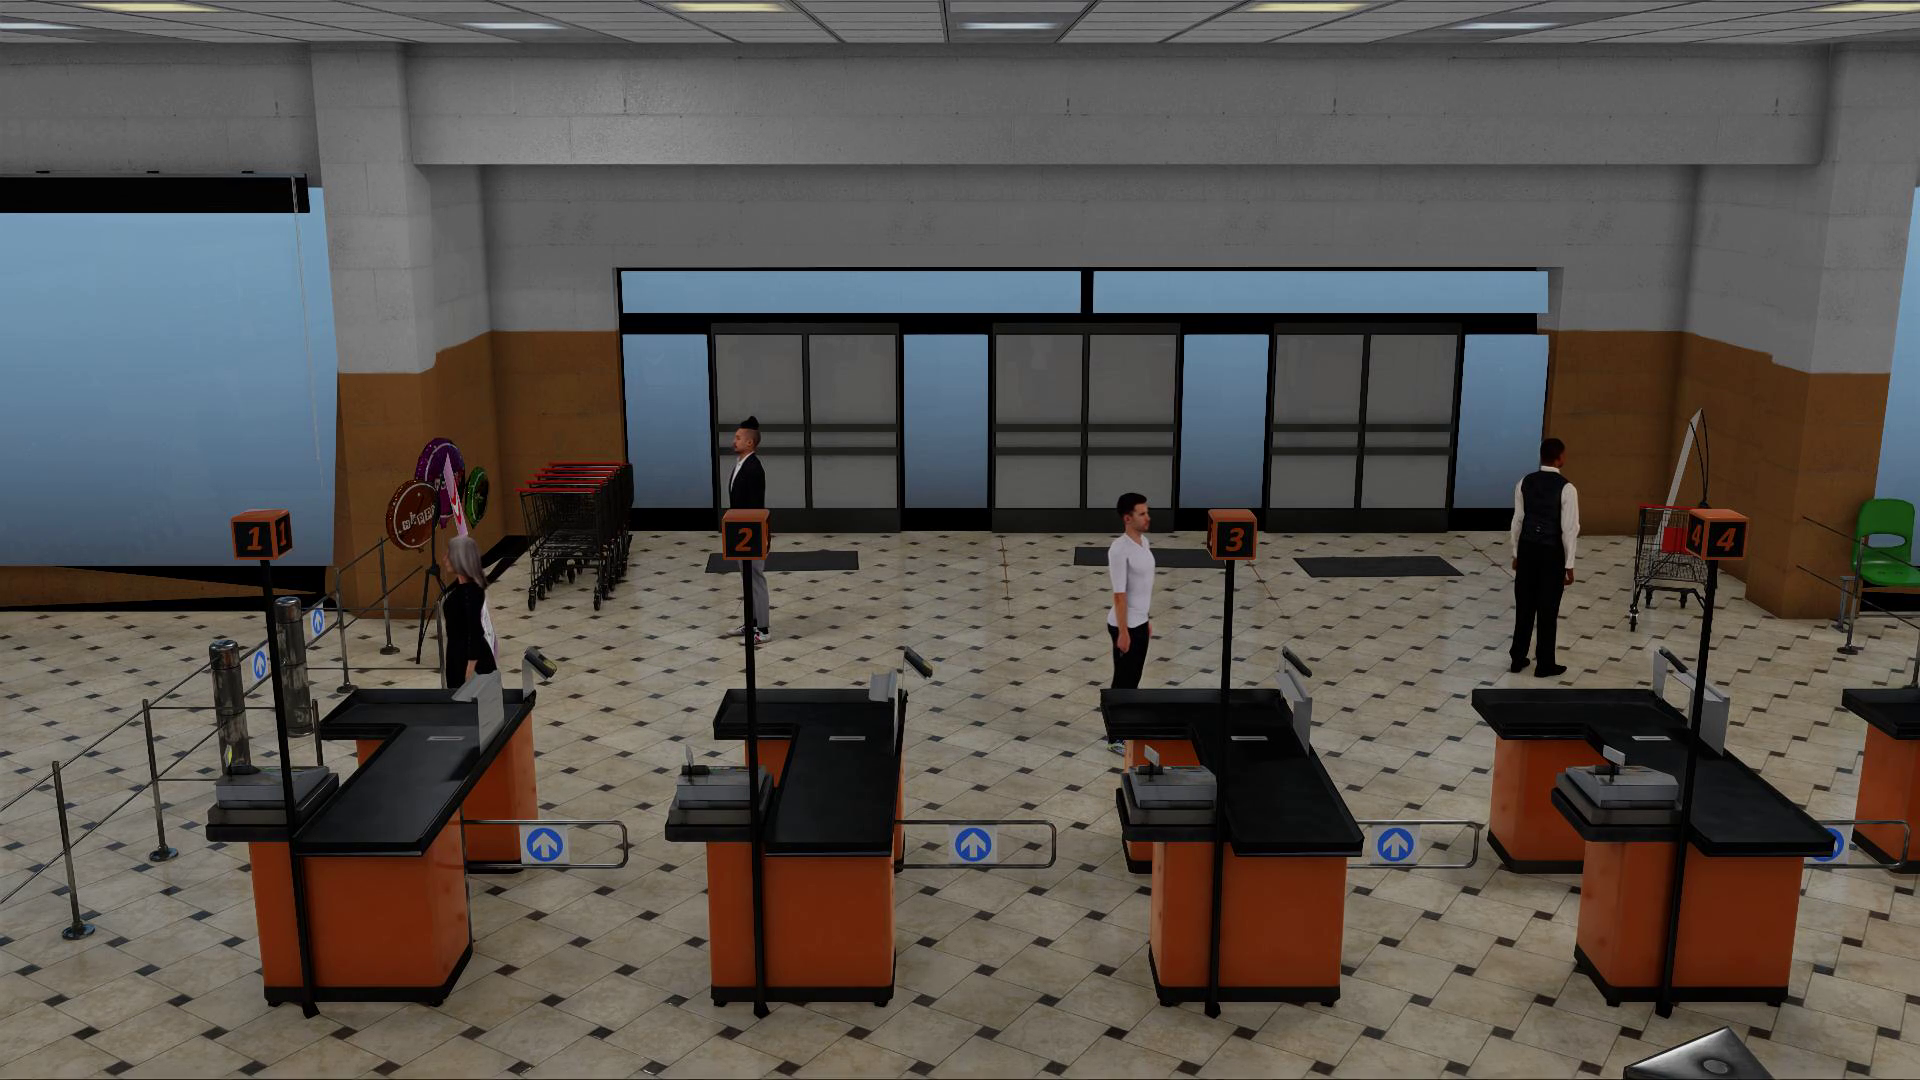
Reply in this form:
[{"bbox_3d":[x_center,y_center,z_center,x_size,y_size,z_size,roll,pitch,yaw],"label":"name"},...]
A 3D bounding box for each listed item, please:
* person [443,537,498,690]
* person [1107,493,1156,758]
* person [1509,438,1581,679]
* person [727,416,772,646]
[{"bbox_3d":[-3.195,0.823,10.844,0.746,1.746,0.630,-6,15,-22],"label":"person"},{"bbox_3d":[1.185,0.573,11.654,0.819,1.851,0.695,8,16,29],"label":"person"},{"bbox_3d":[4.663,0.130,13.338,0.832,1.917,0.766,-13,19,-42],"label":"person"},{"bbox_3d":[-1.783,-0.092,14.184,0.847,1.950,0.693,-6,15,-23],"label":"person"}]
